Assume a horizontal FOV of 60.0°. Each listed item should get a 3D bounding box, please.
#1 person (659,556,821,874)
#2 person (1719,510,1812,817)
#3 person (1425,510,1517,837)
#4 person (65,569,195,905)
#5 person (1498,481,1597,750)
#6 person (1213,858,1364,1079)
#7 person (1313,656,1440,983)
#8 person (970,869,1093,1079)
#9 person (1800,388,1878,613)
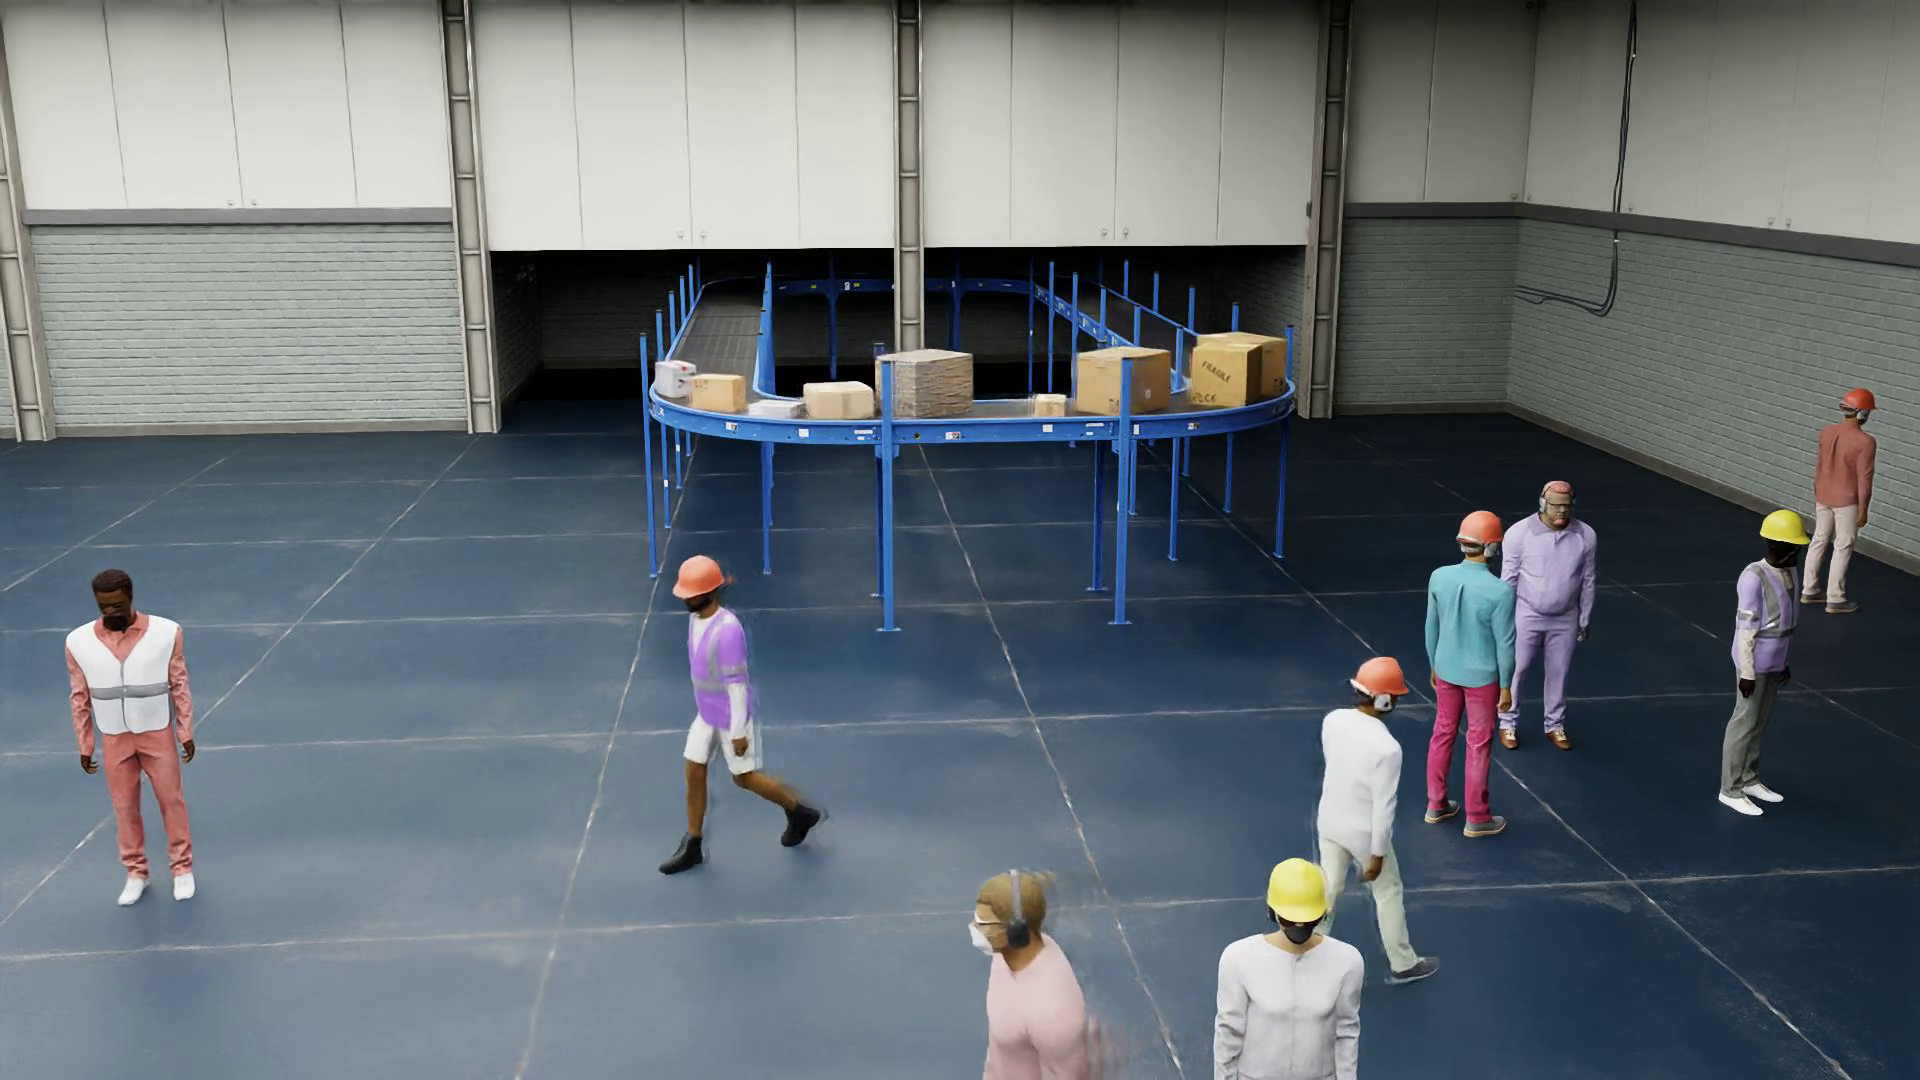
[{"bbox_3d":[-1.305,0.968,9.607,0.914,1.894,0.586,-9,17,-33],"label":"person"},{"bbox_3d":[5.029,0.750,10.385,0.588,1.927,0.370,-13,19,-41],"label":"person"},{"bbox_3d":[3.082,0.801,10.041,0.375,1.996,0.608,-11,18,-37],"label":"person"},{"bbox_3d":[-4.539,1.067,9.165,0.599,1.909,0.405,-4,15,-17],"label":"person"},{"bbox_3d":[4.008,0.522,11.370,0.641,1.899,0.394,0,14,2],"label":"person"},{"bbox_3d":[1.158,1.951,5.908,0.525,1.769,0.310,-1,14,-3],"label":"person"},{"bbox_3d":[2.046,1.392,8.223,0.812,1.715,0.582,-7,16,-26],"label":"person"},{"bbox_3d":[0.293,1.975,5.593,1.037,1.882,0.642,-1,14,-6],"label":"person"},{"bbox_3d":[7.800,-0.355,14.692,0.406,1.985,0.619,-4,15,-15],"label":"person"}]
